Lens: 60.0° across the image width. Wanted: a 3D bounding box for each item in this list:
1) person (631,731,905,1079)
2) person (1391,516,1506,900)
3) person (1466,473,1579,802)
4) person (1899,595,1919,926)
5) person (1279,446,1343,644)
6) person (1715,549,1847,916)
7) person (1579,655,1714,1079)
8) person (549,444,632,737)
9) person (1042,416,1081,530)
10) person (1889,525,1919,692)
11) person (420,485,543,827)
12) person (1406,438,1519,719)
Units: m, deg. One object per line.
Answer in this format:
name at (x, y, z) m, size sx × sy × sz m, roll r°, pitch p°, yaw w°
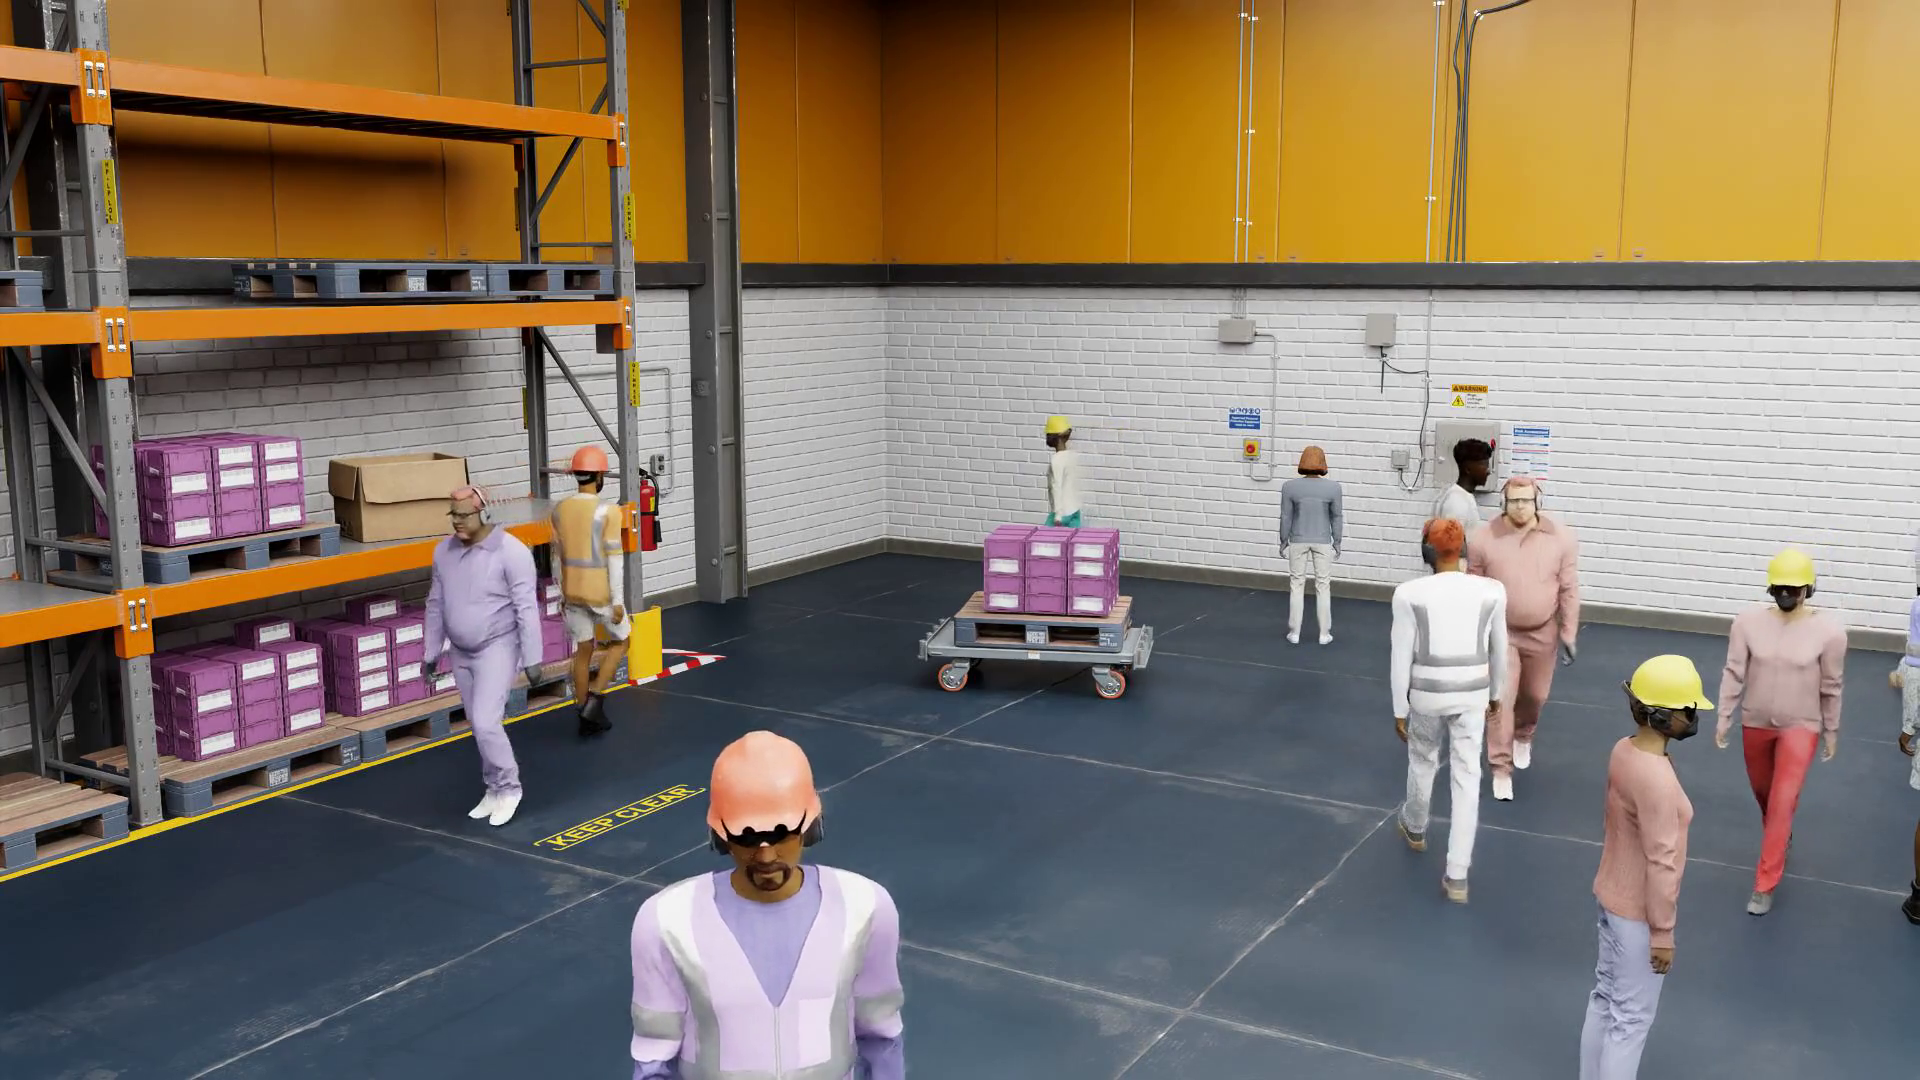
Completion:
person at (-0.412, 1.421, 3.803) m, size 0.647 × 2.037 × 0.431 m, roll -2°, pitch 9°, yaw -15°
person at (2.430, 0.785, 8.353) m, size 0.590 × 1.823 × 1.015 m, roll 1°, pitch 9°, yaw 7°
person at (3.308, 0.525, 9.856) m, size 0.636 × 1.877 × 0.919 m, roll 1°, pitch 9°, yaw 9°
person at (4.645, 0.845, 7.666) m, size 0.552 × 1.936 × 0.358 m, roll 5°, pitch 11°, yaw 30°
person at (2.871, 0.042, 13.630) m, size 0.507 × 1.631 × 0.271 m, roll 2°, pitch 9°, yaw 11°
person at (4.018, 0.876, 8.134) m, size 0.527 × 1.727 × 0.908 m, roll 8°, pitch 12°, yaw 40°
person at (2.334, 1.253, 5.657) m, size 0.328 × 1.767 × 0.532 m, roll 1°, pitch 9°, yaw 8°
person at (-2.402, 0.336, 10.877) m, size 0.559 × 1.921 × 0.405 m, roll 4°, pitch 10°, yaw 24°
person at (0.851, -0.258, 15.187) m, size 0.822 × 1.729 × 0.551 m, roll 4°, pitch 10°, yaw 24°
person at (6.976, 0.251, 11.795) m, size 0.632 × 1.810 × 0.840 m, roll 1°, pitch 9°, yaw 3°
person at (-2.649, 0.634, 9.145) m, size 0.653 × 1.886 × 0.532 m, roll 5°, pitch 10°, yaw 29°
person at (3.503, 0.273, 11.273) m, size 0.960 × 1.919 × 0.635 m, roll 3°, pitch 10°, yaw 17°
